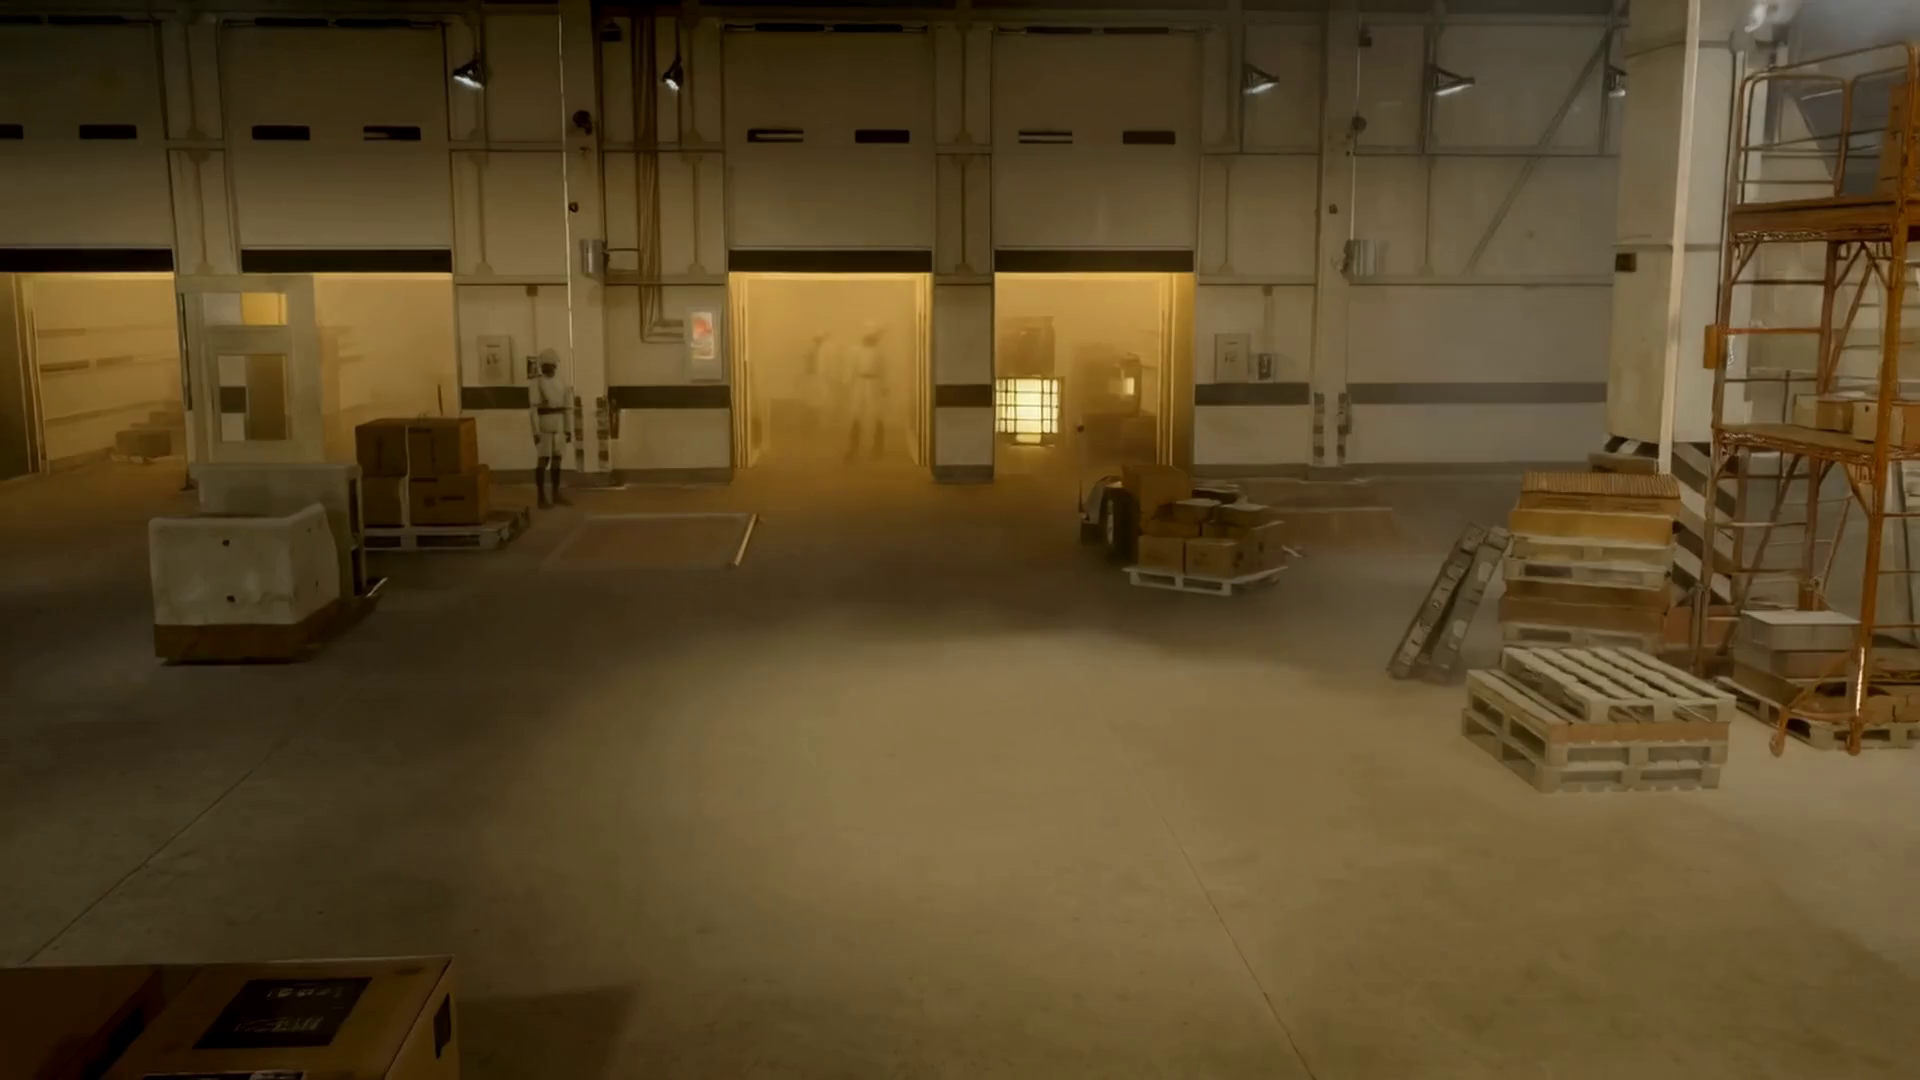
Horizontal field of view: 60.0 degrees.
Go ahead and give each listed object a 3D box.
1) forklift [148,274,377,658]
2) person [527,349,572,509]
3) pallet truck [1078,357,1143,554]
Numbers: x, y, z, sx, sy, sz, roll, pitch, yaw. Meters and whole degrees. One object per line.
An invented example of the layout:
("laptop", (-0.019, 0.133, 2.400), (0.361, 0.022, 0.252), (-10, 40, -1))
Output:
("forklift", (-5.348, -0.627, 12.681), (1.129, 2.768, 1.873), (-1, 9, -4))
("person", (-4.956, -1.347, 20.156), (0.358, 1.938, 0.542), (7, 11, 36))
("pallet truck", (2.088, -0.836, 16.757), (1.885, 1.965, 0.823), (2, 9, 13))
